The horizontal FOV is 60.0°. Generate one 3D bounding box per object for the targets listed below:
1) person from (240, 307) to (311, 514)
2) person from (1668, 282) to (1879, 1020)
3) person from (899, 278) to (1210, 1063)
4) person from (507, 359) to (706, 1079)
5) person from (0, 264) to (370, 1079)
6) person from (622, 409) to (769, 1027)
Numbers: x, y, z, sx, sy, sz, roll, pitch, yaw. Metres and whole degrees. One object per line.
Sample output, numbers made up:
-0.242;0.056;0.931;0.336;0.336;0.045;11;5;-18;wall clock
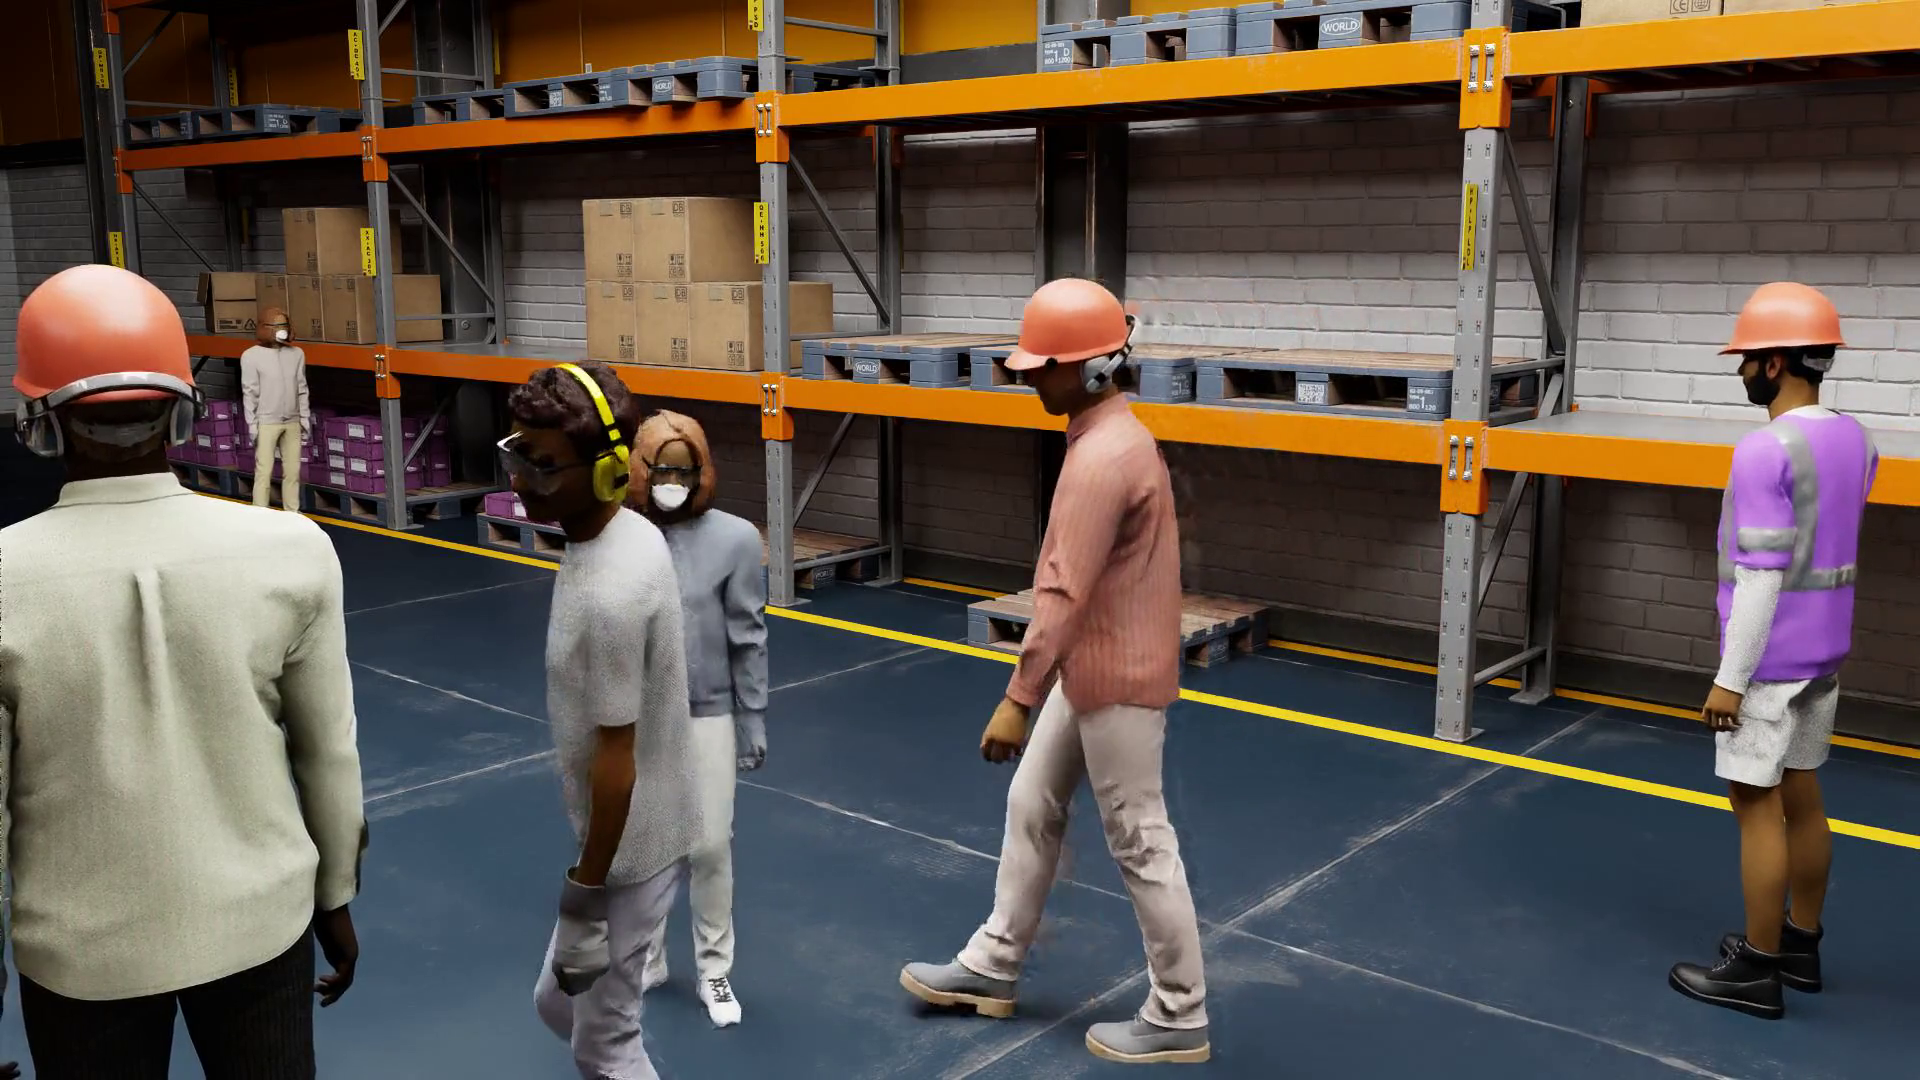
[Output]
-4.710;-0.792;11.481;0.284;1.626;0.493;6;12;31;person
2.144;0.292;4.421;0.551;1.932;0.378;-8;12;-37;person
0.216;0.346;4.099;0.922;1.944;0.605;1;10;4;person
-0.655;0.577;3.101;0.358;1.838;0.596;-2;10;-10;person
-1.216;0.590;2.543;0.608;1.997;0.375;-8;12;-37;person
-0.756;0.465;4.351;0.528;1.626;0.342;0;10;-2;person
